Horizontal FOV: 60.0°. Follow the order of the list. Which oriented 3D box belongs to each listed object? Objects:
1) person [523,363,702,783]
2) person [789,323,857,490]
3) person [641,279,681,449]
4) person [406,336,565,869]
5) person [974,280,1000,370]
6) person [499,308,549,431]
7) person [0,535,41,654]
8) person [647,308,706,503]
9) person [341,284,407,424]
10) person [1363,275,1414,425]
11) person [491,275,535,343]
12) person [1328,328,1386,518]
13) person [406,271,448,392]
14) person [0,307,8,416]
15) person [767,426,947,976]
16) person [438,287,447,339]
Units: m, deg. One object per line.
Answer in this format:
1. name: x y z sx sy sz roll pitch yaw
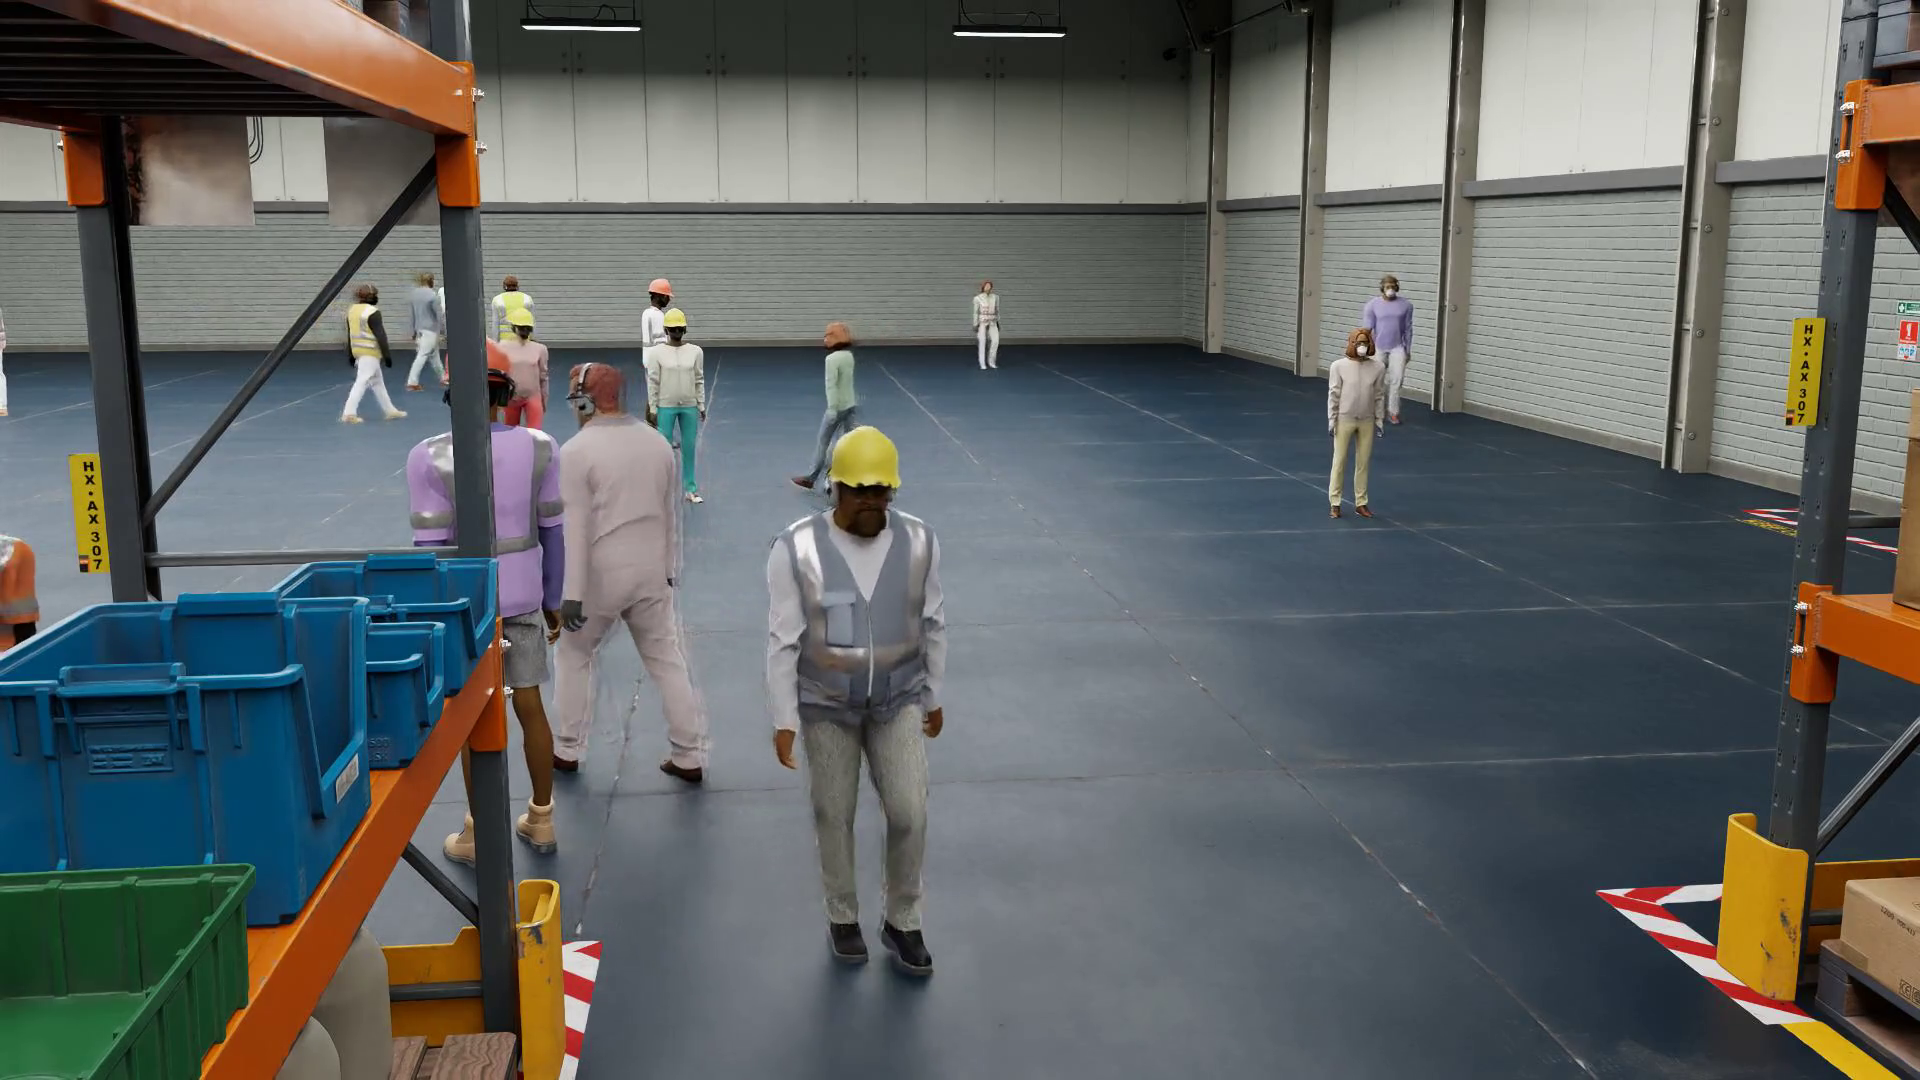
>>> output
1. person: -1.575 0.150 7.366 0.953 1.854 0.685 8 13 36
2. person: -1.205 -1.231 15.628 0.825 1.589 0.531 5 11 25
3. person: -3.411 -1.993 18.908 0.374 1.928 0.542 -5 12 -27
4. person: -1.813 0.235 6.378 0.615 2.041 0.376 -9 14 -41
5. person: 0.508 -3.890 30.144 0.540 1.620 0.519 -4 11 -22
6. person: -4.233 -1.378 16.096 0.522 1.728 0.897 -4 11 -21
7. person: -3.543 0.490 6.021 0.547 1.645 0.855 -1 10 -5
8. person: -2.545 -1.197 14.990 0.533 1.768 0.310 -5 12 -26
9. person: -7.699 -2.418 21.629 0.647 1.798 0.968 10 14 42
10. person: 5.483 -2.419 21.286 0.654 1.910 0.771 1 10 3
11. person: -6.576 -2.973 24.517 0.627 1.844 0.429 -5 11 -25
12. person: 3.399 -1.002 14.278 0.499 1.634 0.279 -1 10 -4
13. person: -8.295 -3.254 25.976 0.643 1.888 1.044 8 13 38
14. person: -13.051 -2.573 22.324 0.430 1.845 0.619 -8 13 -37
15. person: -0.312 0.536 5.377 0.622 1.806 0.607 -3 11 -15
16. person: -8.467 -3.620 27.947 0.585 1.882 0.343 -8 13 -37
